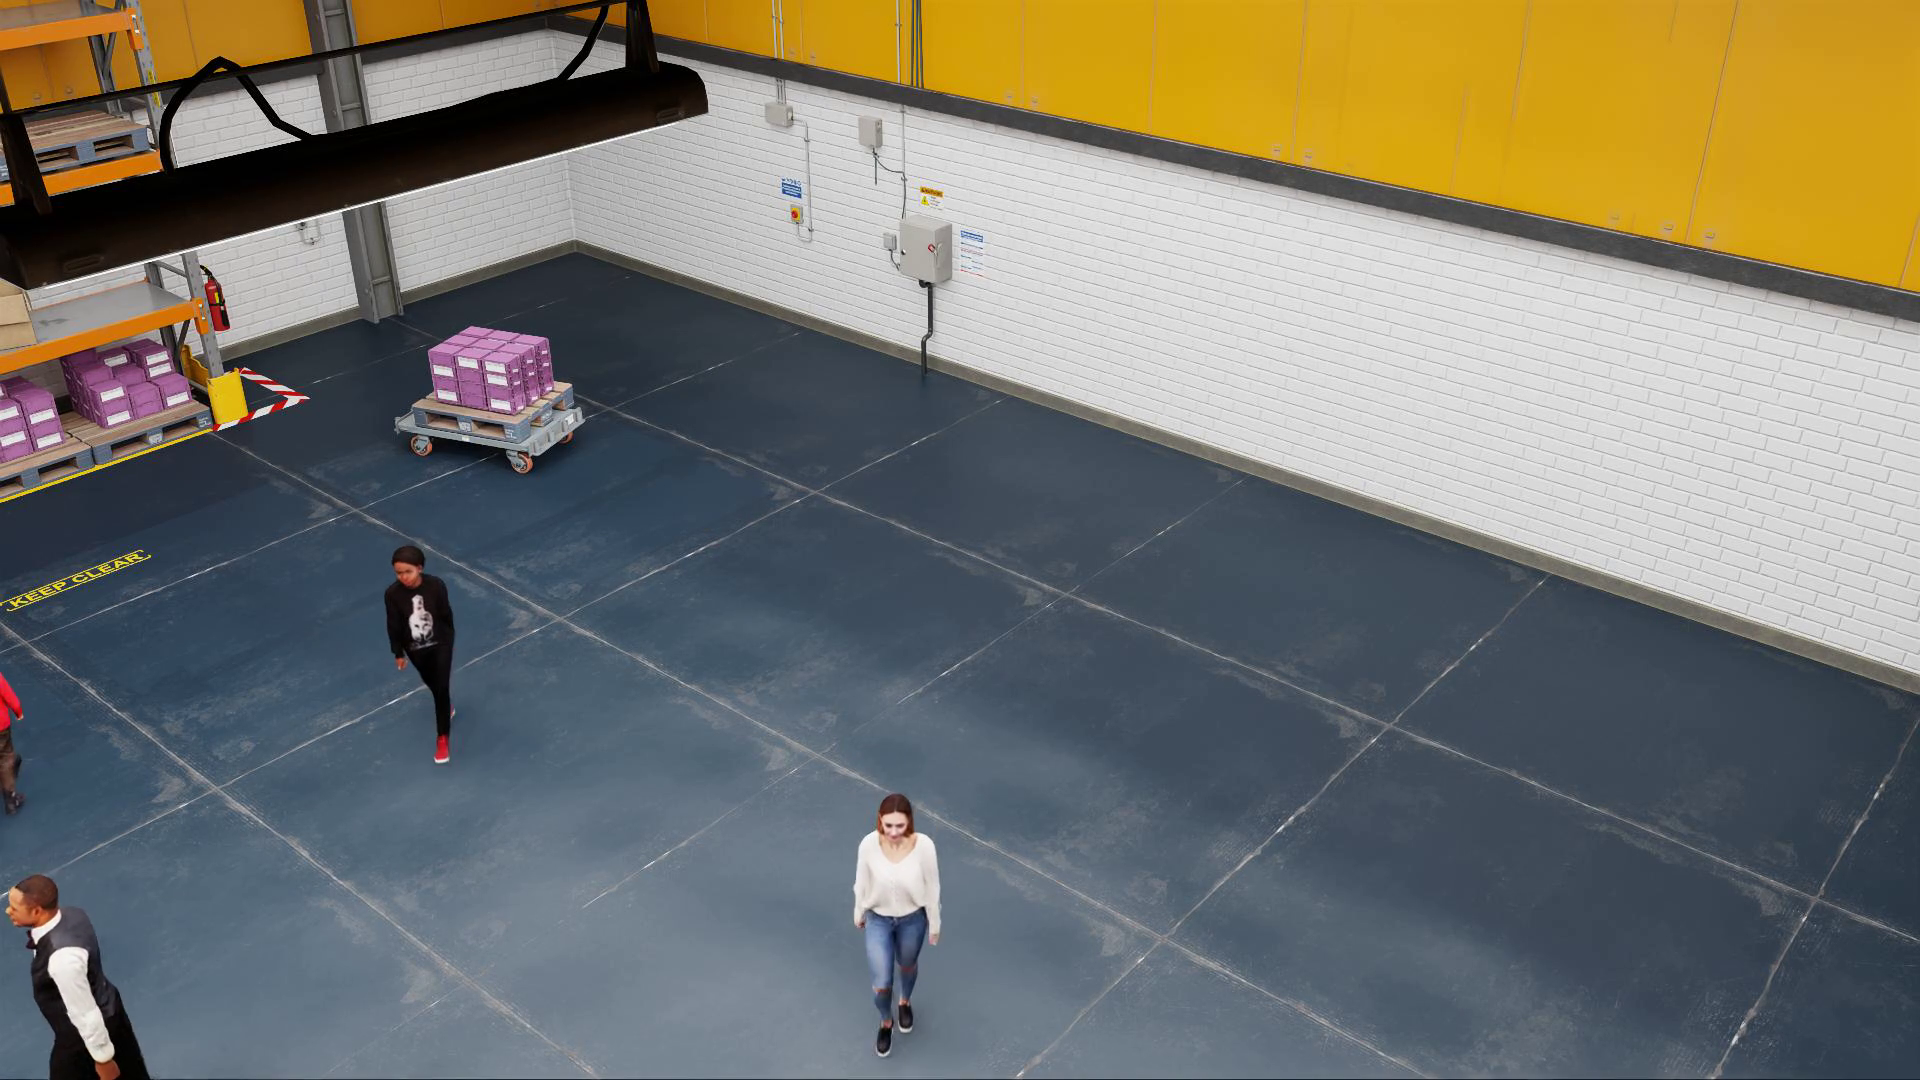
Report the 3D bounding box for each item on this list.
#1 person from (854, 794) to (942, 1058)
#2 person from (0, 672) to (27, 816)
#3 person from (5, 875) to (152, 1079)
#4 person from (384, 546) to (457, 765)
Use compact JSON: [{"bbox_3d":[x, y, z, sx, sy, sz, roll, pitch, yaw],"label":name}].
[{"bbox_3d":[-0.353,2.073,9.330,0.806,1.674,0.862,-1,29,-2],"label":"person"},{"bbox_3d":[-6.554,1.285,11.210,0.835,1.258,0.858,-5,29,-10],"label":"person"},{"bbox_3d":[-4.307,2.447,8.414,1.127,1.895,0.985,-12,31,-20],"label":"person"},{"bbox_3d":[-3.798,0.712,11.882,1.156,1.620,1.114,-8,30,-14],"label":"person"}]
